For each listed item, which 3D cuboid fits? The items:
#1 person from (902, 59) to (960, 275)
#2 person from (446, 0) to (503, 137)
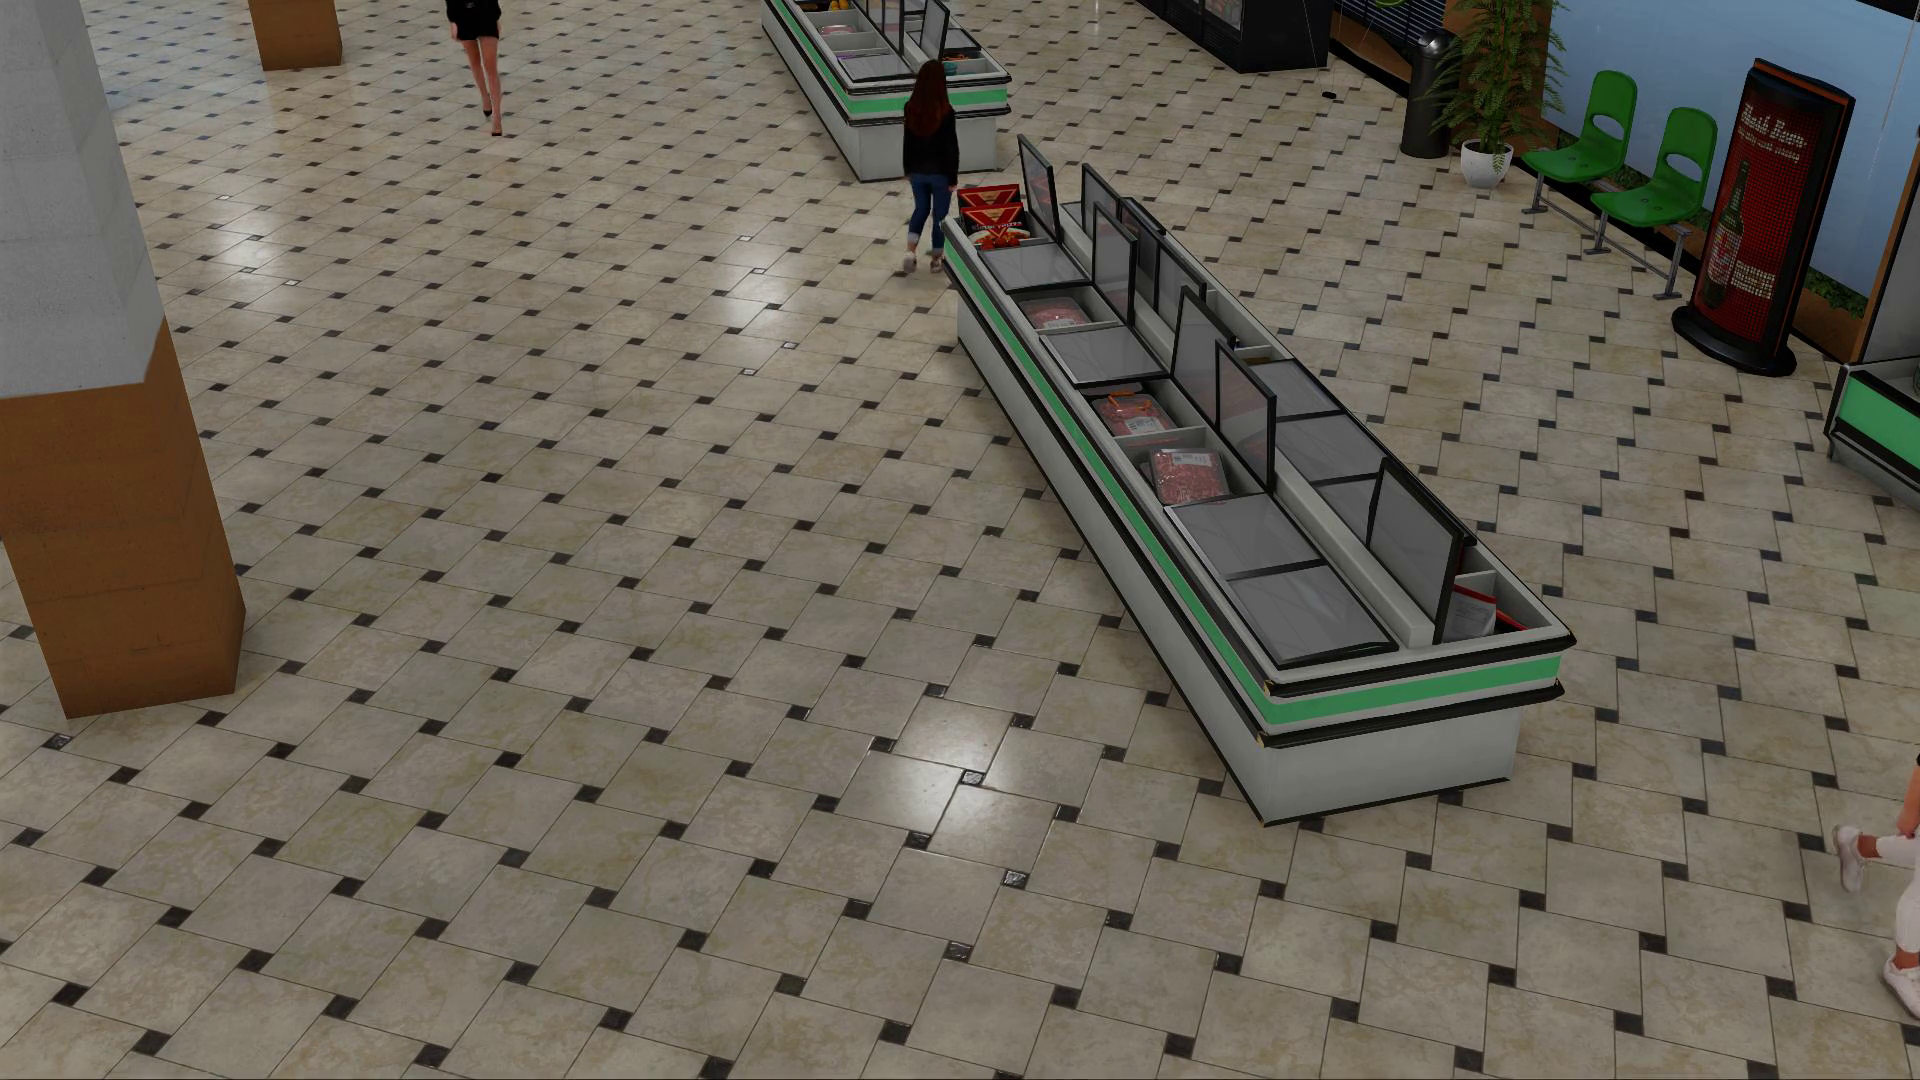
[{"bbox_3d":[-0.227,-2.453,11.118,0.792,1.473,0.868,14,34,21],"label":"person"},{"bbox_3d":[-4.020,-4.262,13.806,0.627,1.705,1.161,-6,32,-9],"label":"person"}]
